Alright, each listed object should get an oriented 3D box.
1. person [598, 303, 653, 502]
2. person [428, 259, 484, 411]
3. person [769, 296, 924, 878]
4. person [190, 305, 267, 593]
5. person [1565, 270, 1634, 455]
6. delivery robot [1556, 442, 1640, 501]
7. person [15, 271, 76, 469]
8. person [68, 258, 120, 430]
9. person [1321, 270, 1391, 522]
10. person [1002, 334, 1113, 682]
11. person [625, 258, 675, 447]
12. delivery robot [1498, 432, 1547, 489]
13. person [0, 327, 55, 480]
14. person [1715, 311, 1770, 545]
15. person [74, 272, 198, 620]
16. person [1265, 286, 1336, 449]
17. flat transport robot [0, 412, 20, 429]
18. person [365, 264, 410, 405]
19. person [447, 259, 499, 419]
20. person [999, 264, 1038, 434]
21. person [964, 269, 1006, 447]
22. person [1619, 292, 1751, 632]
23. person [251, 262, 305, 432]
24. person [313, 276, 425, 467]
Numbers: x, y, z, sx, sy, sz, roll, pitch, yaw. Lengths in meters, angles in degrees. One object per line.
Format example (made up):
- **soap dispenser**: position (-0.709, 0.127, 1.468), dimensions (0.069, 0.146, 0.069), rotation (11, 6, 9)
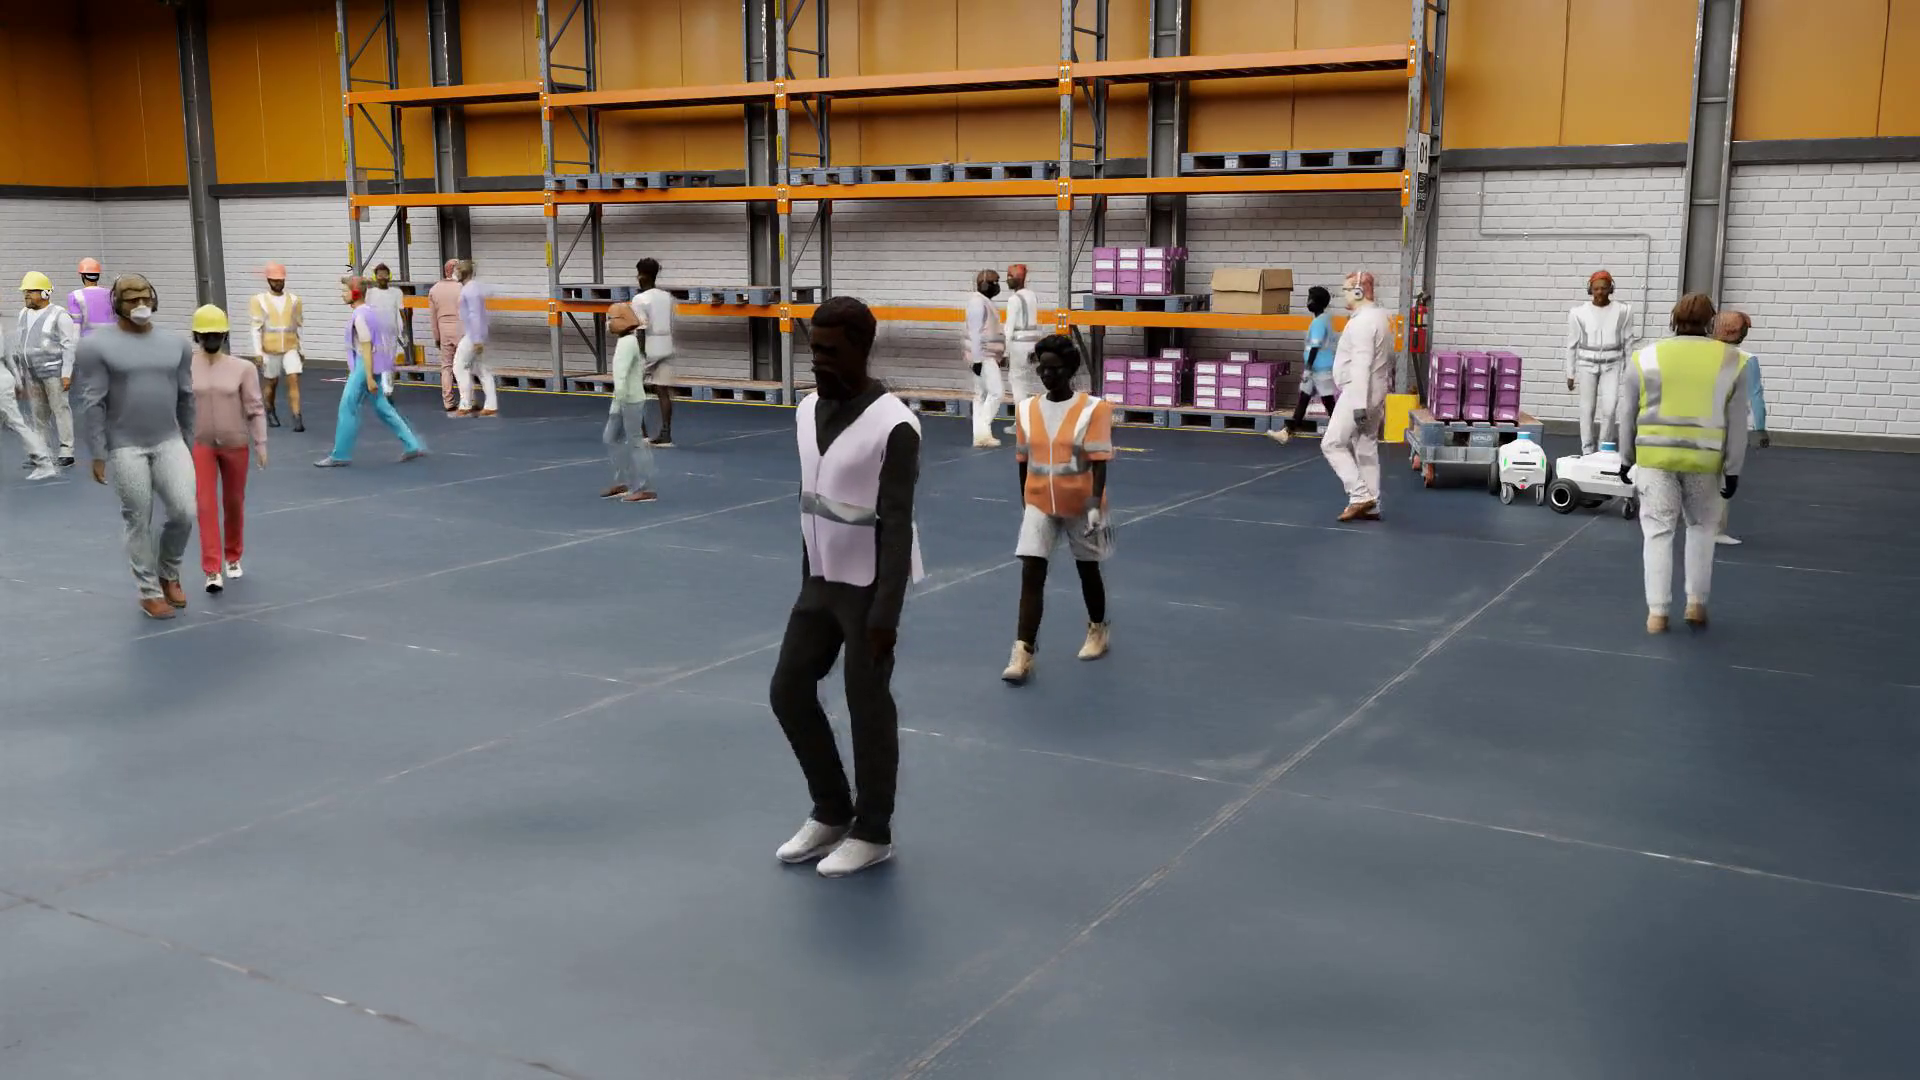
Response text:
- **person**: position (-2.759, -1.098, 13.425), dimensions (0.561, 1.616, 0.502), rotation (-2, 10, -14)
- **person**: position (-6.294, -2.556, 20.846), dimensions (0.636, 1.909, 0.404), rotation (2, 10, 14)
- **person**: position (-0.378, 0.167, 5.409), dimensions (0.516, 1.908, 0.626), rotation (-8, 13, -40)
- **person**: position (-4.492, -0.559, 10.085), dimensions (0.535, 1.711, 0.899), rotation (-5, 11, -28)
- **person**: position (5.920, -1.567, 15.415), dimensions (0.594, 1.842, 0.750), rotation (4, 11, 21)
- **delivery robot**: position (4.984, -0.509, 12.815), dimensions (0.477, 0.478, 0.707), rotation (-9, 13, -41)
- **person**: position (-8.529, -1.573, 15.488), dimensions (0.589, 1.834, 0.403), rotation (3, 10, 16)
- **person**: position (-9.689, -2.184, 18.655), dimensions (0.361, 1.938, 0.545), rotation (9, 13, 40)
- **person**: position (2.973, -1.062, 12.450), dimensions (0.456, 1.891, 0.652), rotation (5, 11, 28)
- **person**: position (0.493, -0.170, 8.052), dimensions (0.531, 1.649, 0.874), rotation (4, 11, 23)
- **person**: position (-3.230, -1.935, 17.208), dimensions (0.654, 1.943, 0.618), rotation (8, 13, 37)
- **delivery robot**: position (4.580, -0.638, 13.546), dimensions (0.477, 0.478, 0.707), rotation (3, 10, 16)
- **person**: position (-8.489, -1.360, 14.697), dimensions (0.890, 1.691, 0.487), rotation (-1, 10, -8)
- **person**: position (5.328, -0.764, 11.508), dimensions (0.406, 1.628, 0.564), rotation (-2, 10, -13)
- **person**: position (-4.491, -0.504, 9.174), dimensions (0.639, 1.920, 0.442), rotation (-10, 14, -43)
- **person**: position (3.555, -1.743, 16.931), dimensions (0.843, 1.648, 0.552), rotation (3, 10, 15)
- **flat transport robot**: position (-11.277, -1.426, 19.079), dimensions (0.652, 0.197, 1.431), rotation (-4, 11, -20)
- **person**: position (-7.497, -2.683, 21.791), dimensions (0.555, 1.822, 0.941), rotation (-5, 11, -27)
- **person**: position (-5.933, -2.406, 19.979), dimensions (0.746, 1.908, 0.655), rotation (-3, 10, -14)
- **person**: position (0.619, -2.086, 18.280), dimensions (0.446, 1.868, 0.616), rotation (5, 11, 26)
- **person**: position (0.308, -1.860, 17.119), dimensions (0.521, 1.829, 0.652), rotation (2, 10, 11)
- **person**: position (3.910, -0.425, 9.047), dimensions (0.630, 1.821, 0.699), rotation (4, 11, 20)
- **person**: position (-7.718, -2.188, 18.829), dimensions (0.560, 1.897, 0.987), rotation (-7, 12, -33)
- **person**: position (-5.577, -1.585, 15.663), dimensions (0.968, 1.803, 0.573), rotation (-2, 10, -9)
